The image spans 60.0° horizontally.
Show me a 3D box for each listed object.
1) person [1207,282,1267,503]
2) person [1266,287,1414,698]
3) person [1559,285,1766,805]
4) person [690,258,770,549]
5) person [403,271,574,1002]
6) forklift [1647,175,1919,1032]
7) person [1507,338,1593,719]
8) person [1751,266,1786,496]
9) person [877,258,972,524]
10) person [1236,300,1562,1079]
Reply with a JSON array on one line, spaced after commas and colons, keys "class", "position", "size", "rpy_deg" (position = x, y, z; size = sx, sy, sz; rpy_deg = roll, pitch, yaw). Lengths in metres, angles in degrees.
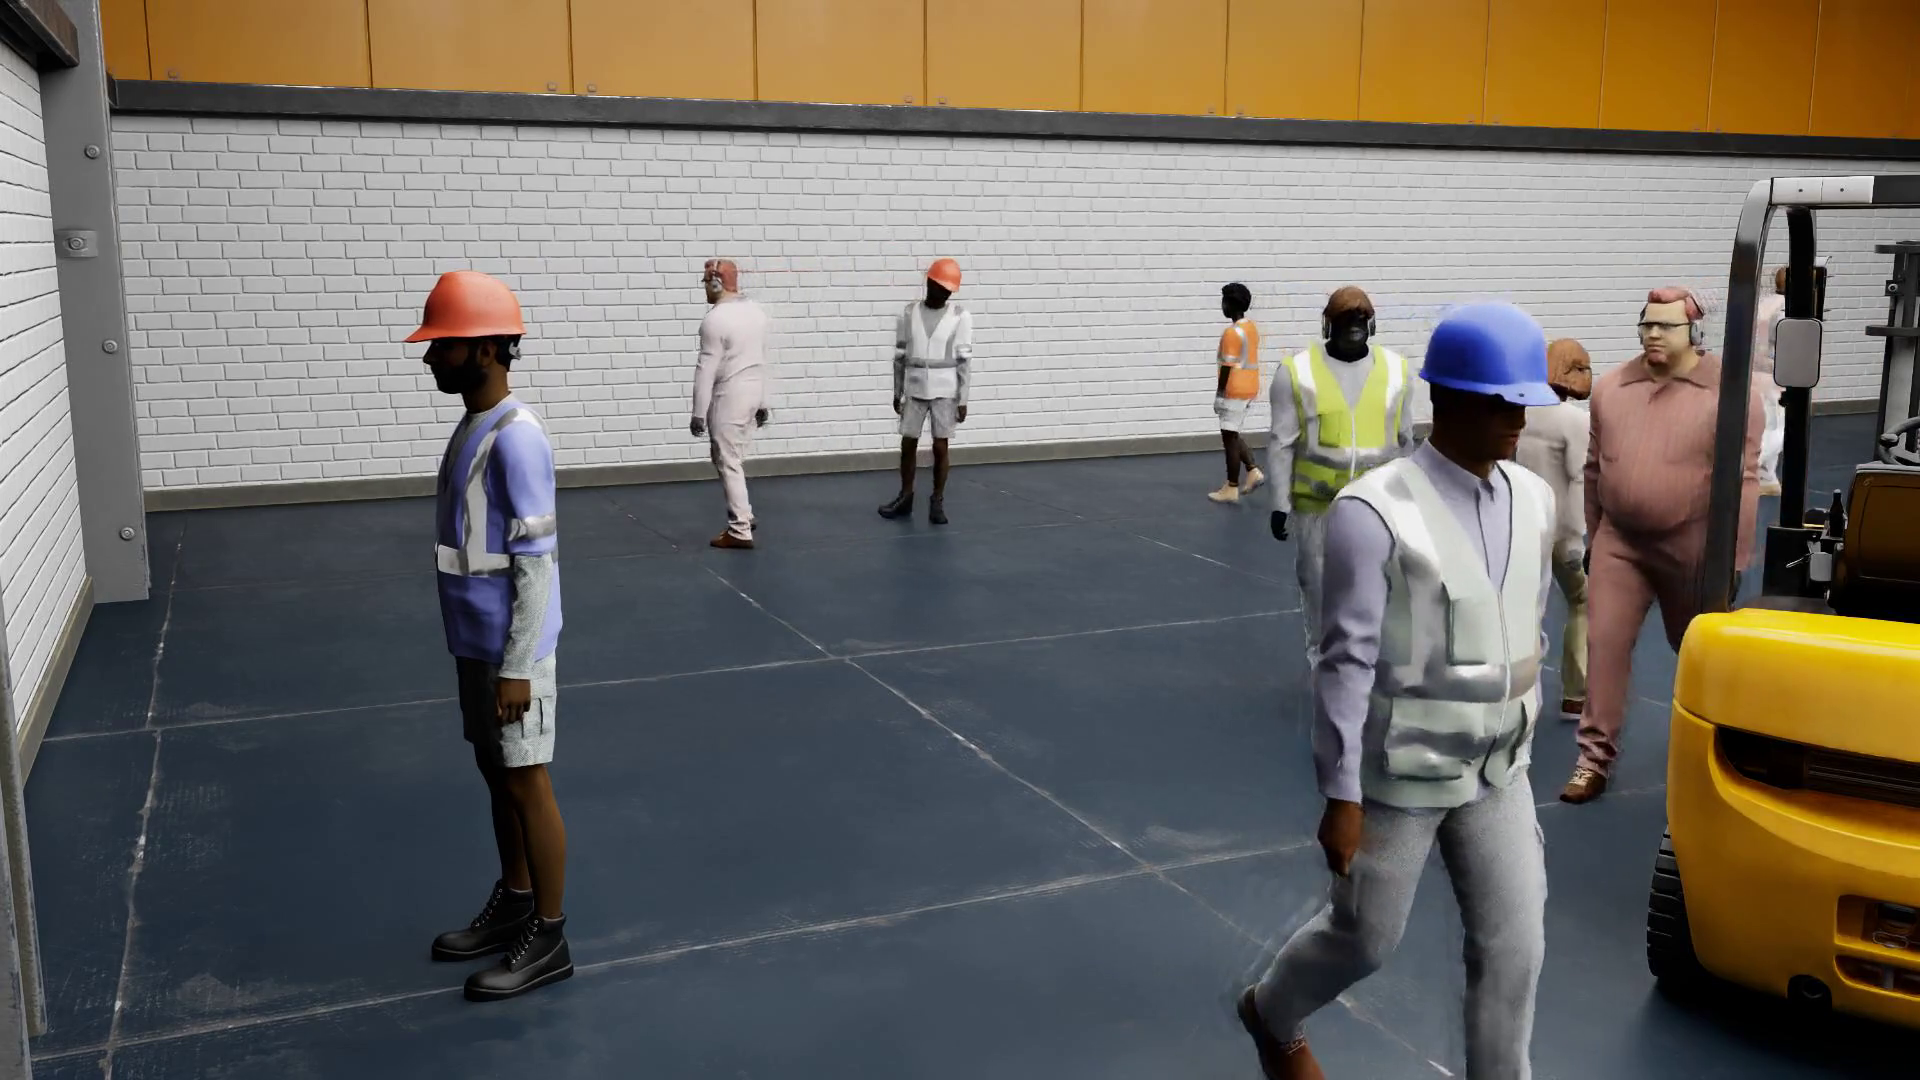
[{"class": "person", "position": [2.097, -1.118, 12.702], "size": [0.351, 1.687, 0.552], "rpy_deg": [5, 12, 28]}, {"class": "person", "position": [1.623, -0.148, 7.043], "size": [0.646, 1.808, 0.830], "rpy_deg": [1, 10, 3]}, {"class": "person", "position": [2.599, -0.004, 6.130], "size": [0.659, 1.865, 0.977], "rpy_deg": [10, 14, 43]}, {"class": "person", "position": [-1.540, -0.881, 10.852], "size": [0.499, 1.888, 0.668], "rpy_deg": [4, 11, 23]}, {"class": "person", "position": [-1.258, 0.258, 4.467], "size": [0.360, 1.938, 0.545], "rpy_deg": [-6, 12, -31]}, {"class": "forklift", "position": [2.810, 0.094, 4.662], "size": [1.214, 2.155, 2.313], "rpy_deg": [7, 12, 34]}, {"class": "person", "position": [2.495, -0.029, 6.925], "size": [0.677, 1.607, 0.524], "rpy_deg": [-5, 11, -23]}, {"class": "person", "position": [6.336, -1.222, 12.946], "size": [0.520, 1.829, 0.632], "rpy_deg": [0, 10, 1]}, {"class": "person", "position": [-0.229, -1.039, 11.755], "size": [0.654, 1.887, 0.500], "rpy_deg": [2, 11, 12]}, {"class": "person", "position": [0.952, 0.443, 3.551], "size": [0.653, 1.910, 0.889], "rpy_deg": [-6, 12, -28]}]
